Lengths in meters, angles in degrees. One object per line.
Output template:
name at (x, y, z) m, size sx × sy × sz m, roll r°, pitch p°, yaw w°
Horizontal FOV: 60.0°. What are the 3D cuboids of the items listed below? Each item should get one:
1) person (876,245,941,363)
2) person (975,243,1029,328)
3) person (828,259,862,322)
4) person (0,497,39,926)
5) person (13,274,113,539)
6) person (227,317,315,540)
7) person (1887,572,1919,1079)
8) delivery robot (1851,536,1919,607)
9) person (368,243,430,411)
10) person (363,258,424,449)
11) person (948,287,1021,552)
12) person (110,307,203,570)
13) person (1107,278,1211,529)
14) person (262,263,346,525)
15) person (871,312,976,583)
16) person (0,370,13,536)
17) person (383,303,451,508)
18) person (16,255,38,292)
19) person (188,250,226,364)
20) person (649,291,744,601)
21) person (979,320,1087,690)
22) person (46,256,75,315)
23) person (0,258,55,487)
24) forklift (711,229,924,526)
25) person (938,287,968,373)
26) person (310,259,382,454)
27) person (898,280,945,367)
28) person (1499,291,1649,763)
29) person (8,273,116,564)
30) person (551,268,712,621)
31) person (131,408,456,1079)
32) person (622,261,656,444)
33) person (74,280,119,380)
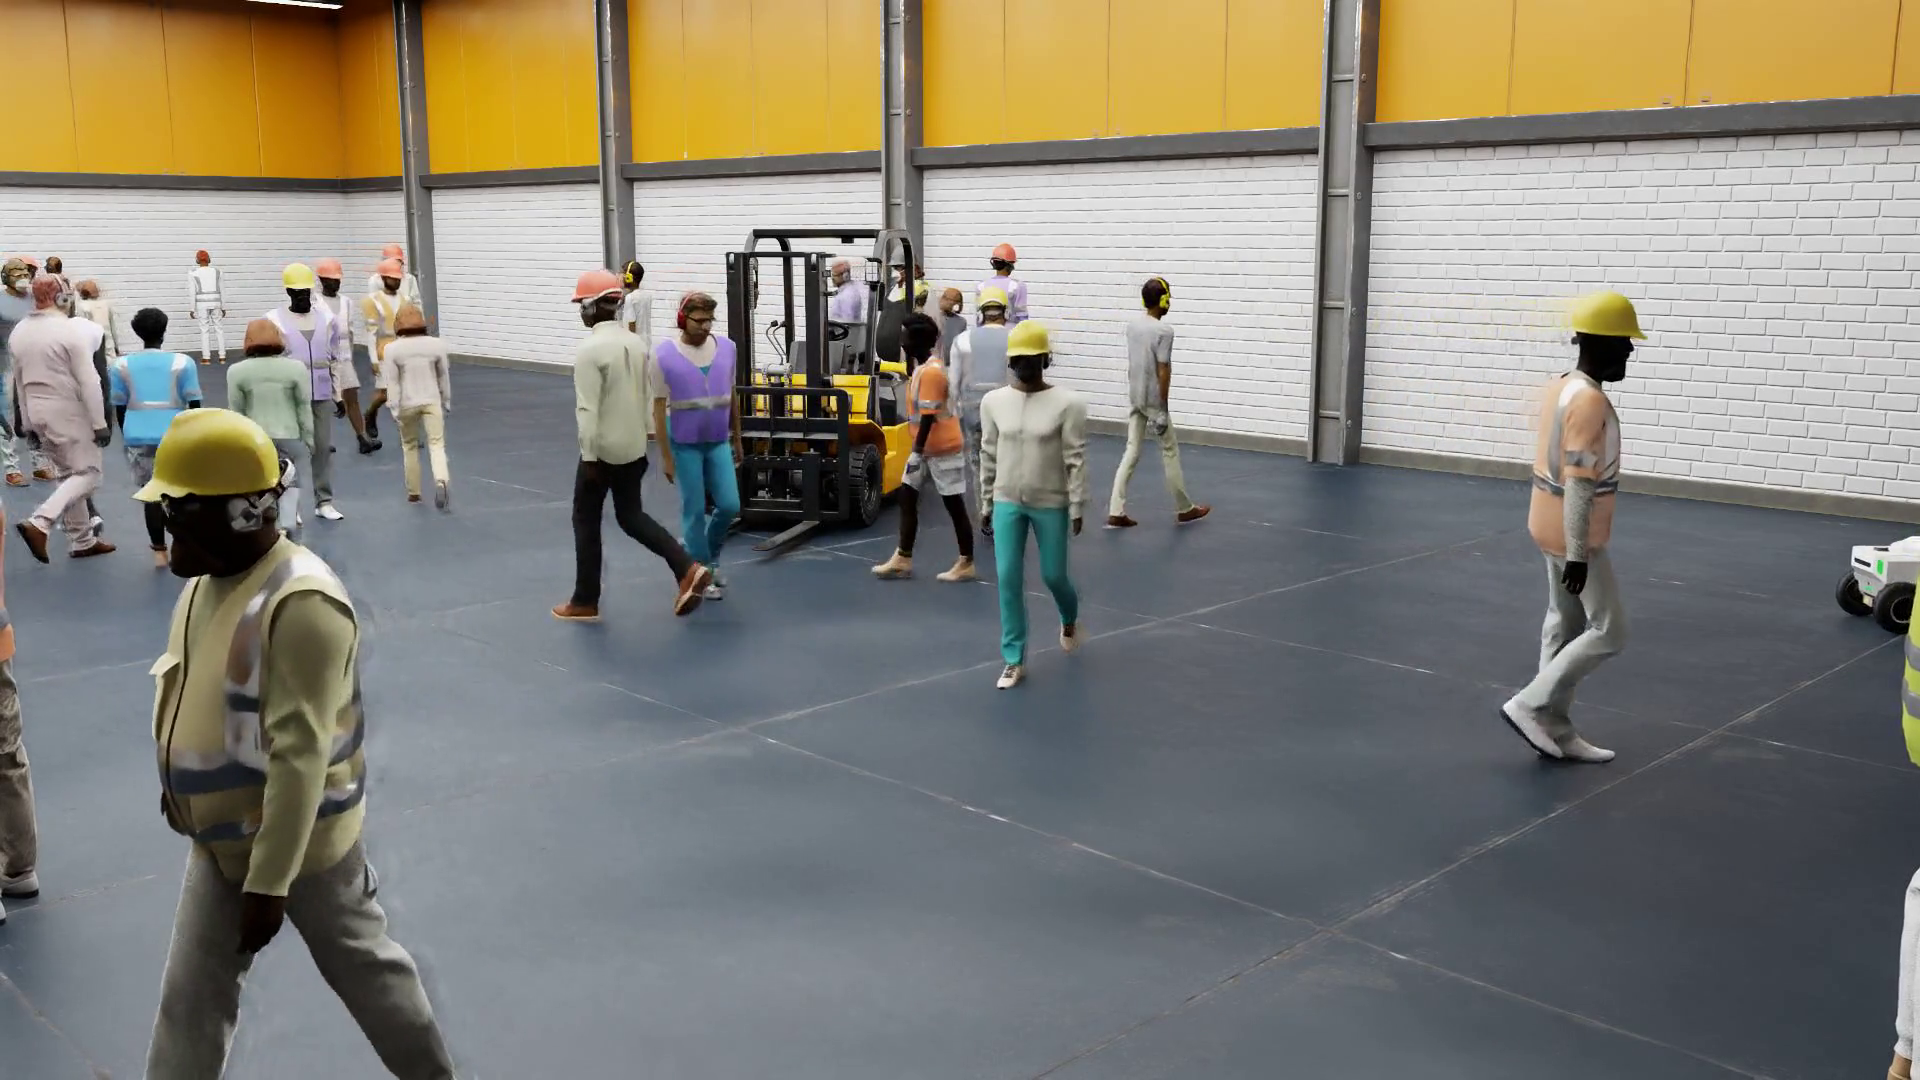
person at (-0.533, -1.729, 15.572) m, size 0.536 × 2.000 × 0.673 m, roll -8°, pitch 13°, yaw -37°
person at (0.453, -2.062, 17.376) m, size 0.605 × 2.045 × 0.380 m, roll 5°, pitch 12°, yaw 28°
person at (-1.170, -2.082, 17.940) m, size 0.564 × 1.880 × 0.645 m, roll -1°, pitch 10°, yaw -7°
person at (-3.092, 0.388, 5.124) m, size 0.310 × 1.639 × 0.514 m, roll 0°, pitch 10°, yaw -2°
person at (-6.215, -0.914, 11.594) m, size 0.944 × 1.879 × 0.597 m, roll 9°, pitch 14°, yaw 40°
person at (-4.475, -0.637, 10.798) m, size 0.529 × 1.610 × 0.669 m, roll -3°, pitch 11°, yaw -16°
person at (2.429, 0.516, 3.880) m, size 0.429 × 1.840 × 0.636 m, roll 5°, pitch 11°, yaw 24°
delivery robot at (5.292, 0.155, 9.096) m, size 0.707 × 0.478 × 0.477 m, roll 0°, pitch 10°, yaw 2°
person at (-6.863, -2.603, 20.351) m, size 0.438 × 2.039 × 0.632 m, roll 9°, pitch 14°, yaw 40°
person at (-5.728, -1.873, 16.694) m, size 0.768 × 1.907 × 0.548 m, roll 9°, pitch 13°, yaw 39°
person at (0.247, -0.838, 11.423) m, size 0.698 × 1.770 × 0.858 m, roll 2°, pitch 11°, yaw 9°
person at (-5.107, -0.641, 10.621) m, size 0.548 × 1.680 × 0.383 m, roll -3°, pitch 11°, yaw -17°
person at (1.442, -0.994, 12.196) m, size 0.886 × 1.815 × 0.551 m, roll -8°, pitch 13°, yaw -36°
person at (-4.854, -1.080, 12.345) m, size 0.594 × 1.924 × 0.381 m, roll -10°, pitch 14°, yaw -44°
person at (-0.242, -0.548, 10.139) m, size 0.737 × 1.662 × 0.547 m, roll -3°, pitch 11°, yaw -14°
person at (-6.957, -0.809, 11.662) m, size 0.326 × 1.638 × 0.518 m, roll 9°, pitch 14°, yaw 41°
person at (-4.232, -1.048, 13.042) m, size 0.504 × 1.608 × 0.754 m, roll -5°, pitch 11°, yaw -25°
person at (-11.298, -2.510, 20.247) m, size 0.628 × 1.898 × 0.398 m, roll 9°, pitch 14°, yaw 41°
person at (-12.462, -3.851, 27.563) m, size 0.572 × 1.887 × 0.355 m, roll -8°, pitch 13°, yaw -39°
person at (-1.515, -0.538, 9.689) m, size 0.618 × 1.813 × 0.477 m, roll -8°, pitch 13°, yaw -36°
person at (0.367, -0.196, 8.039) m, size 0.528 × 1.743 × 0.722 m, roll 3°, pitch 11°, yaw 17°
person at (-12.230, -2.919, 22.596) m, size 0.344 × 1.846 × 0.506 m, roll 3°, pitch 11°, yaw 17°
person at (-8.019, -1.433, 14.237) m, size 0.355 × 1.938 × 0.634 m, roll 5°, pitch 12°, yaw 26°
forklift at (-1.050, -1.319, 12.920) m, size 1.214 × 2.155 × 2.313 m, roll 2°, pitch 11°, yaw 13°
person at (-0.133, -1.708, 16.591) m, size 0.522 × 1.610 × 0.473 m, roll -7°, pitch 12°, yaw -33°
person at (-6.059, -1.768, 16.176) m, size 0.873 × 1.894 × 0.565 m, roll 8°, pitch 13°, yaw 38°
person at (-0.339, -1.395, 14.539) m, size 0.407 × 1.738 × 0.542 m, roll 7°, pitch 12°, yaw 32°
person at (2.488, -0.028, 6.632) m, size 0.411 × 1.912 × 0.611 m, roll 2°, pitch 11°, yaw 10°
person at (-5.854, -0.778, 10.786) m, size 0.658 × 1.886 × 0.719 m, roll 5°, pitch 11°, yaw 25°
person at (-1.831, -0.501, 9.124) m, size 0.851 × 1.964 × 0.640 m, roll 4°, pitch 11°, yaw 21°
person at (-1.489, 0.611, 3.549) m, size 0.596 × 1.786 × 0.935 m, roll 9°, pitch 13°, yaw 39°
person at (-3.322, -1.911, 17.031) m, size 0.329 × 1.872 × 0.510 m, roll 2°, pitch 11°, yaw 13°
person at (-10.113, -2.233, 19.523) m, size 0.577 × 1.601 × 0.562 m, roll 4°, pitch 11°, yaw 22°
